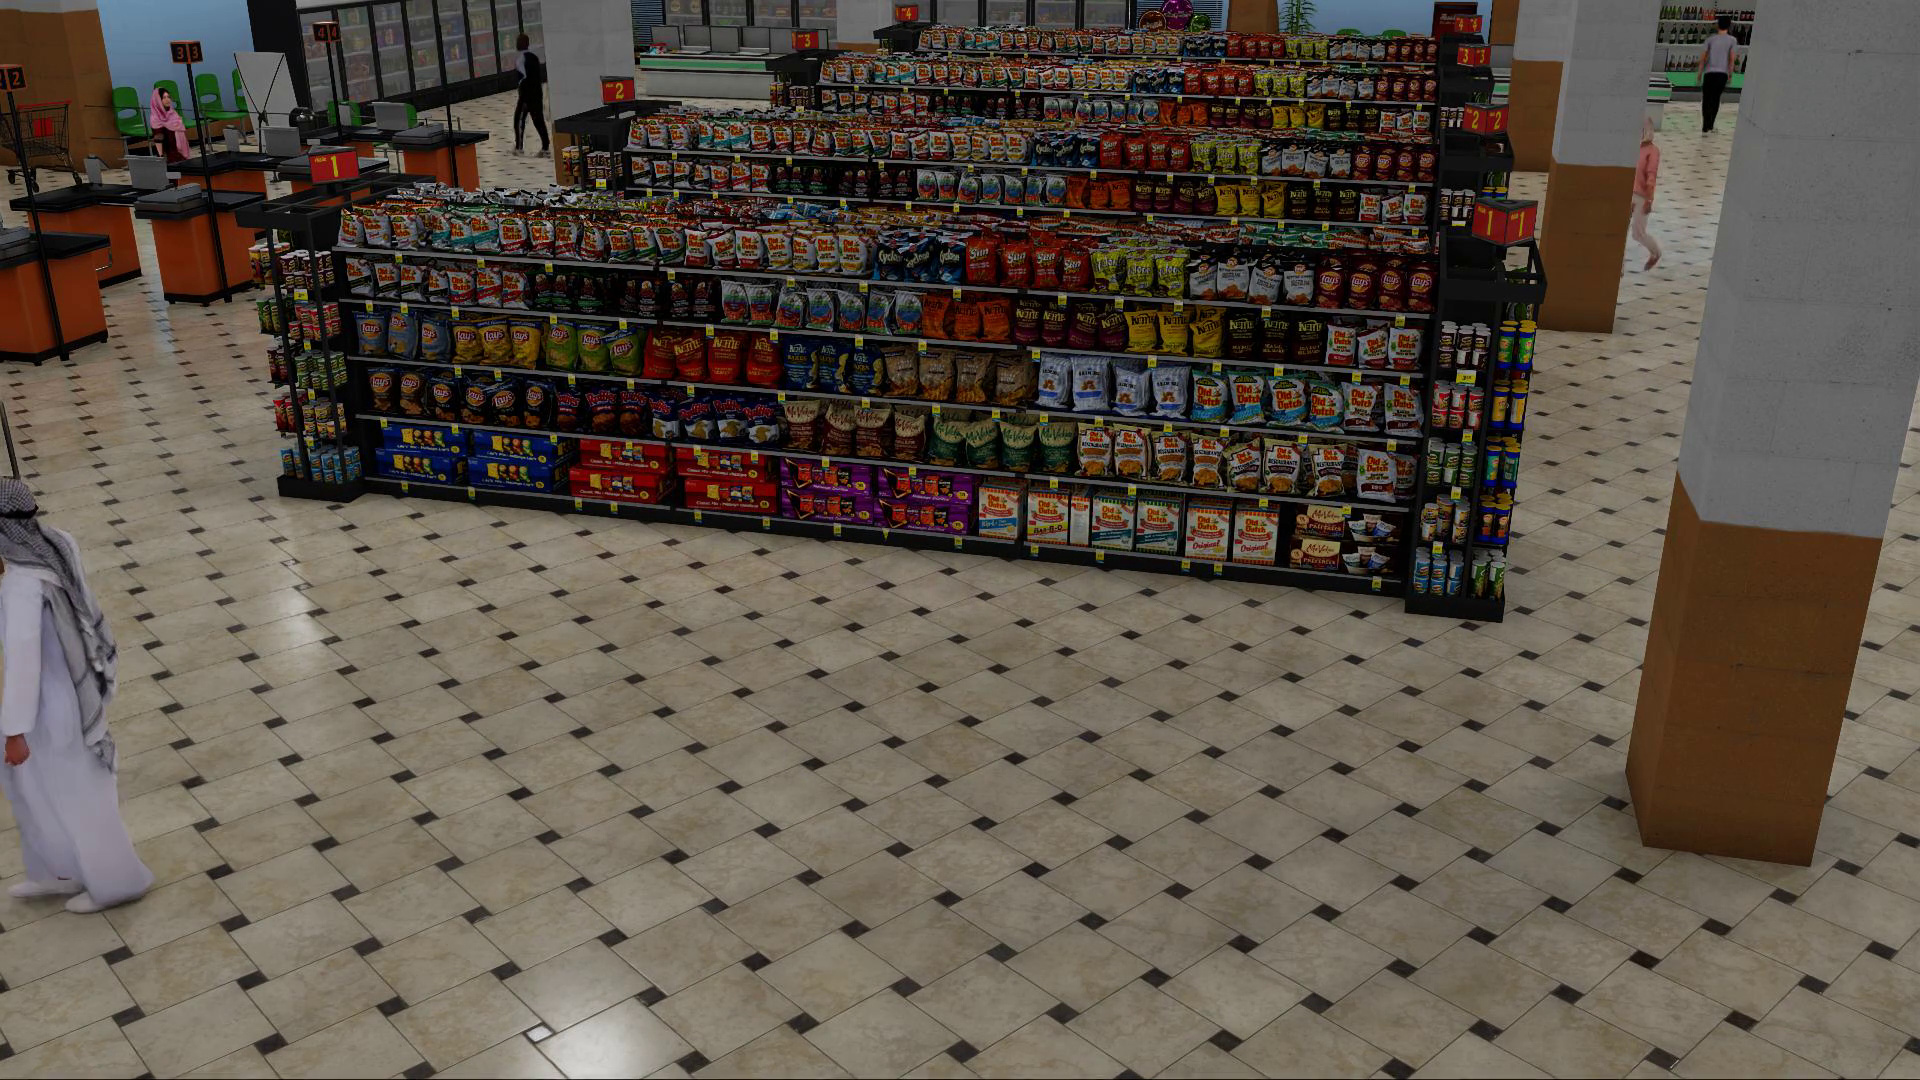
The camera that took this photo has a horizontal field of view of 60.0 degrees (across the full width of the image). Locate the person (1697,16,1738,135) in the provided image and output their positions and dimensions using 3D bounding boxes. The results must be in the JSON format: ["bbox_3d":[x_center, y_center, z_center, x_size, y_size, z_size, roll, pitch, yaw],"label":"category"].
[{"bbox_3d":[12.447,-7.633,27.404,1.077,1.834,0.779,7,23,17],"label":"person"}]

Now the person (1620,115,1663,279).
[{"bbox_3d":[7.196,-3.595,17.529,1.025,1.704,0.916,-6,23,-15],"label":"person"}]

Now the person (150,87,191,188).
[{"bbox_3d":[-9.688,-4.727,20.437,0.596,1.637,0.660,7,23,16],"label":"person"}]

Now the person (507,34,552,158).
[{"bbox_3d":[-6.396,-6.669,25.045,1.016,1.805,0.807,12,25,28],"label":"person"}]

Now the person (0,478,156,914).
[{"bbox_3d":[-3.544,0.641,6.701,1.017,1.918,0.943,-7,23,-17],"label":"person"}]
